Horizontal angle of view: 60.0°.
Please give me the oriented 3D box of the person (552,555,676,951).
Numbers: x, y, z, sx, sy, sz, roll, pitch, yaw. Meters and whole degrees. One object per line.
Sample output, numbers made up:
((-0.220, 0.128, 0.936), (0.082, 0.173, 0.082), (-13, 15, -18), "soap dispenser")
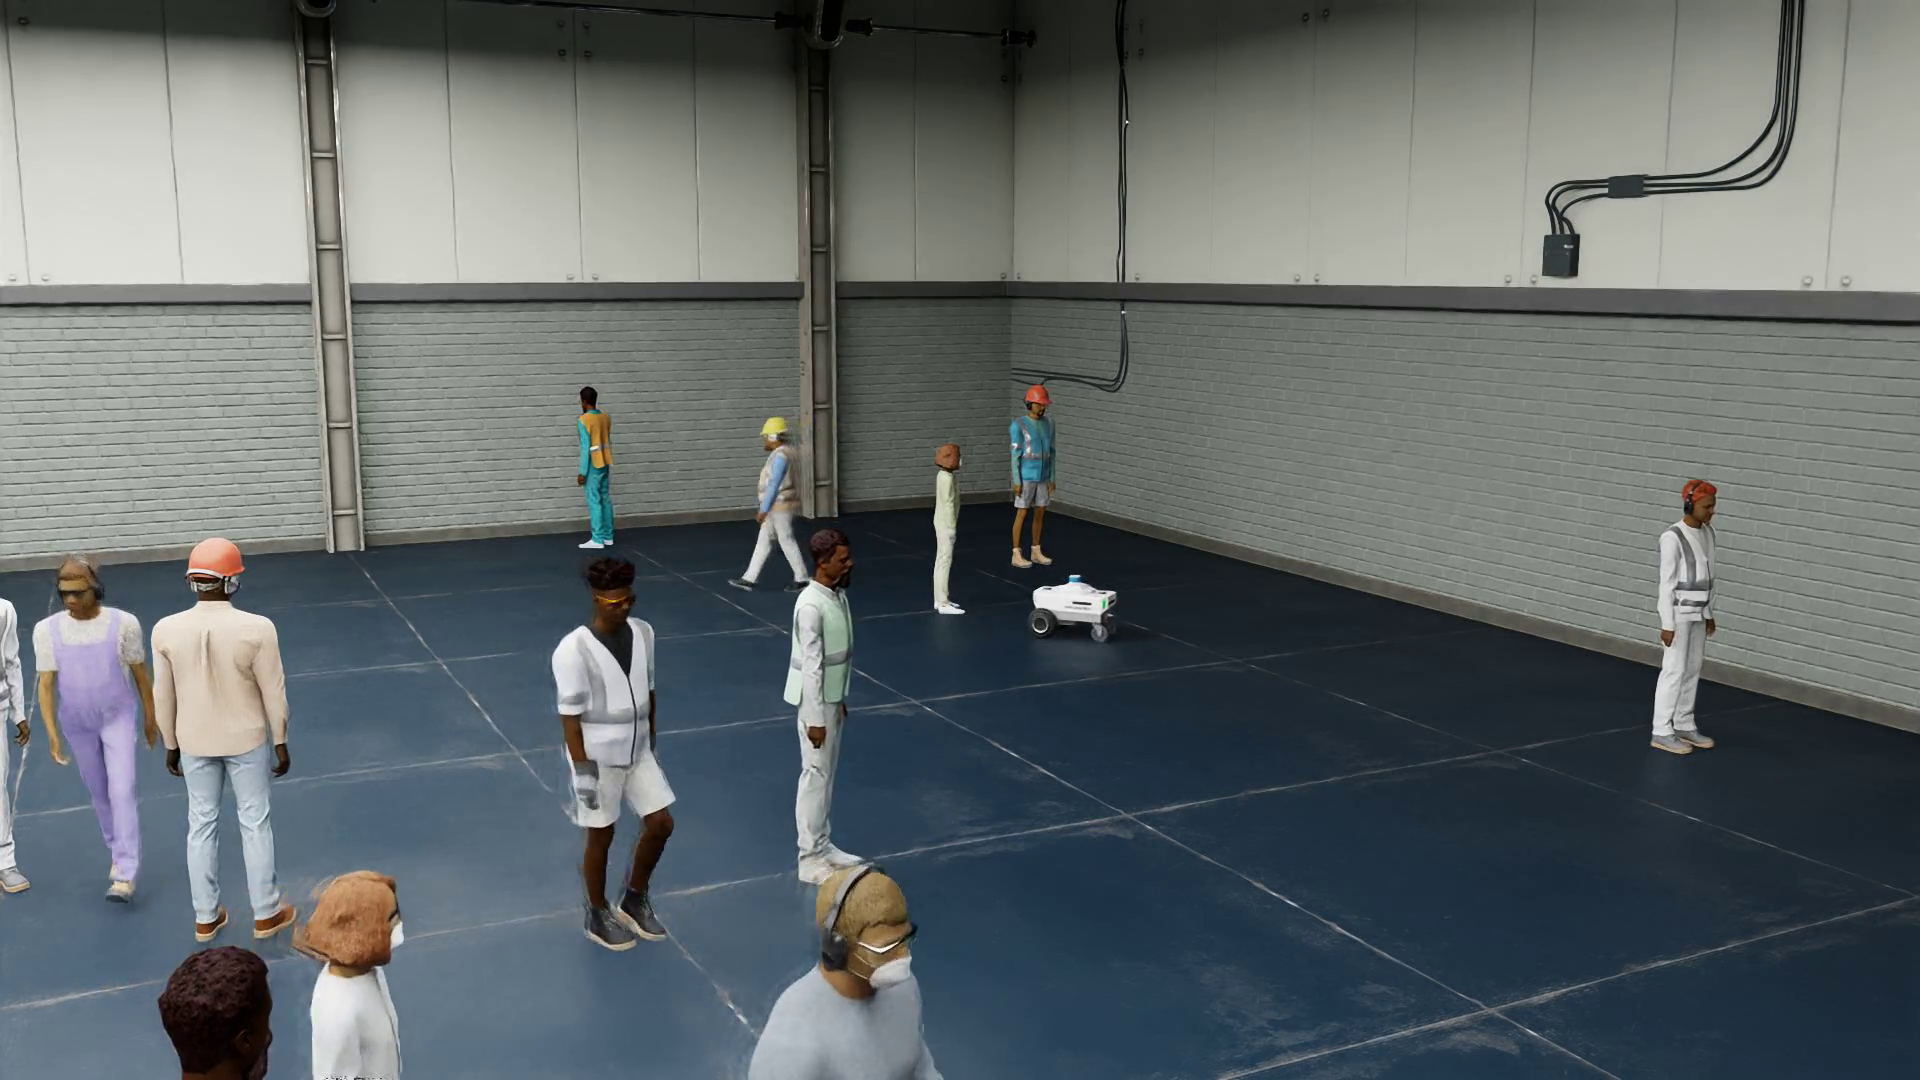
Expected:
((-1.631, 1.031, 7.974), (0.536, 1.940, 0.623), (7, 12, 38), "person")

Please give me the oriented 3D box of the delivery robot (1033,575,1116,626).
((1.028, 0.556, 14.877), (0.707, 0.478, 0.477), (4, 10, 23), "delivery robot")

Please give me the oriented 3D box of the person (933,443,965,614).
((-0.113, -0.113, 15.974), (0.283, 1.634, 0.498), (-1, 9, -7), "person")

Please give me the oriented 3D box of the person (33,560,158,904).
((-4.496, 0.995, 8.640), (0.513, 1.792, 0.980), (-3, 10, -16), "person")

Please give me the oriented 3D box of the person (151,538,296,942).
((-3.592, 0.978, 8.145), (0.621, 1.994, 0.381), (-1, 9, -5), "person")

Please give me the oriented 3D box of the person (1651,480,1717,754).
((4.956, 0.520, 11.342), (0.584, 1.878, 0.369), (-7, 12, -39), "person")

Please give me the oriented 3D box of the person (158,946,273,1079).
((-1.512, 1.777, 3.457), (0.600, 1.917, 0.377), (2, 9, 11), "person")

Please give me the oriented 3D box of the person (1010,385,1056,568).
((0.834, -0.701, 18.397), (0.604, 2.033, 0.418), (-7, 12, -38), "person")

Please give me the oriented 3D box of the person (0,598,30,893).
((-5.173, 0.949, 8.662), (0.347, 1.882, 0.584), (8, 12, 42), "person")

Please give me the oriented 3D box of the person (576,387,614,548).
((-4.315, -0.855, 19.683), (0.391, 1.915, 0.590), (3, 10, 20), "person")

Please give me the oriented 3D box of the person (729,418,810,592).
((-1.921, -0.344, 16.950), (0.851, 1.775, 0.581), (-1, 9, -8), "person")

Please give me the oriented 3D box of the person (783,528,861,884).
((-0.743, 0.882, 8.973), (0.393, 1.919, 0.590), (1, 9, 8), "person")

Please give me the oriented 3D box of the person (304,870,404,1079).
((-1.634, 1.716, 4.718), (0.425, 1.618, 0.522), (-2, 9, -14), "person")

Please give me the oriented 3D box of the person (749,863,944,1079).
((-0.160, 1.693, 3.972), (0.606, 1.913, 0.666), (4, 10, 21), "person")
